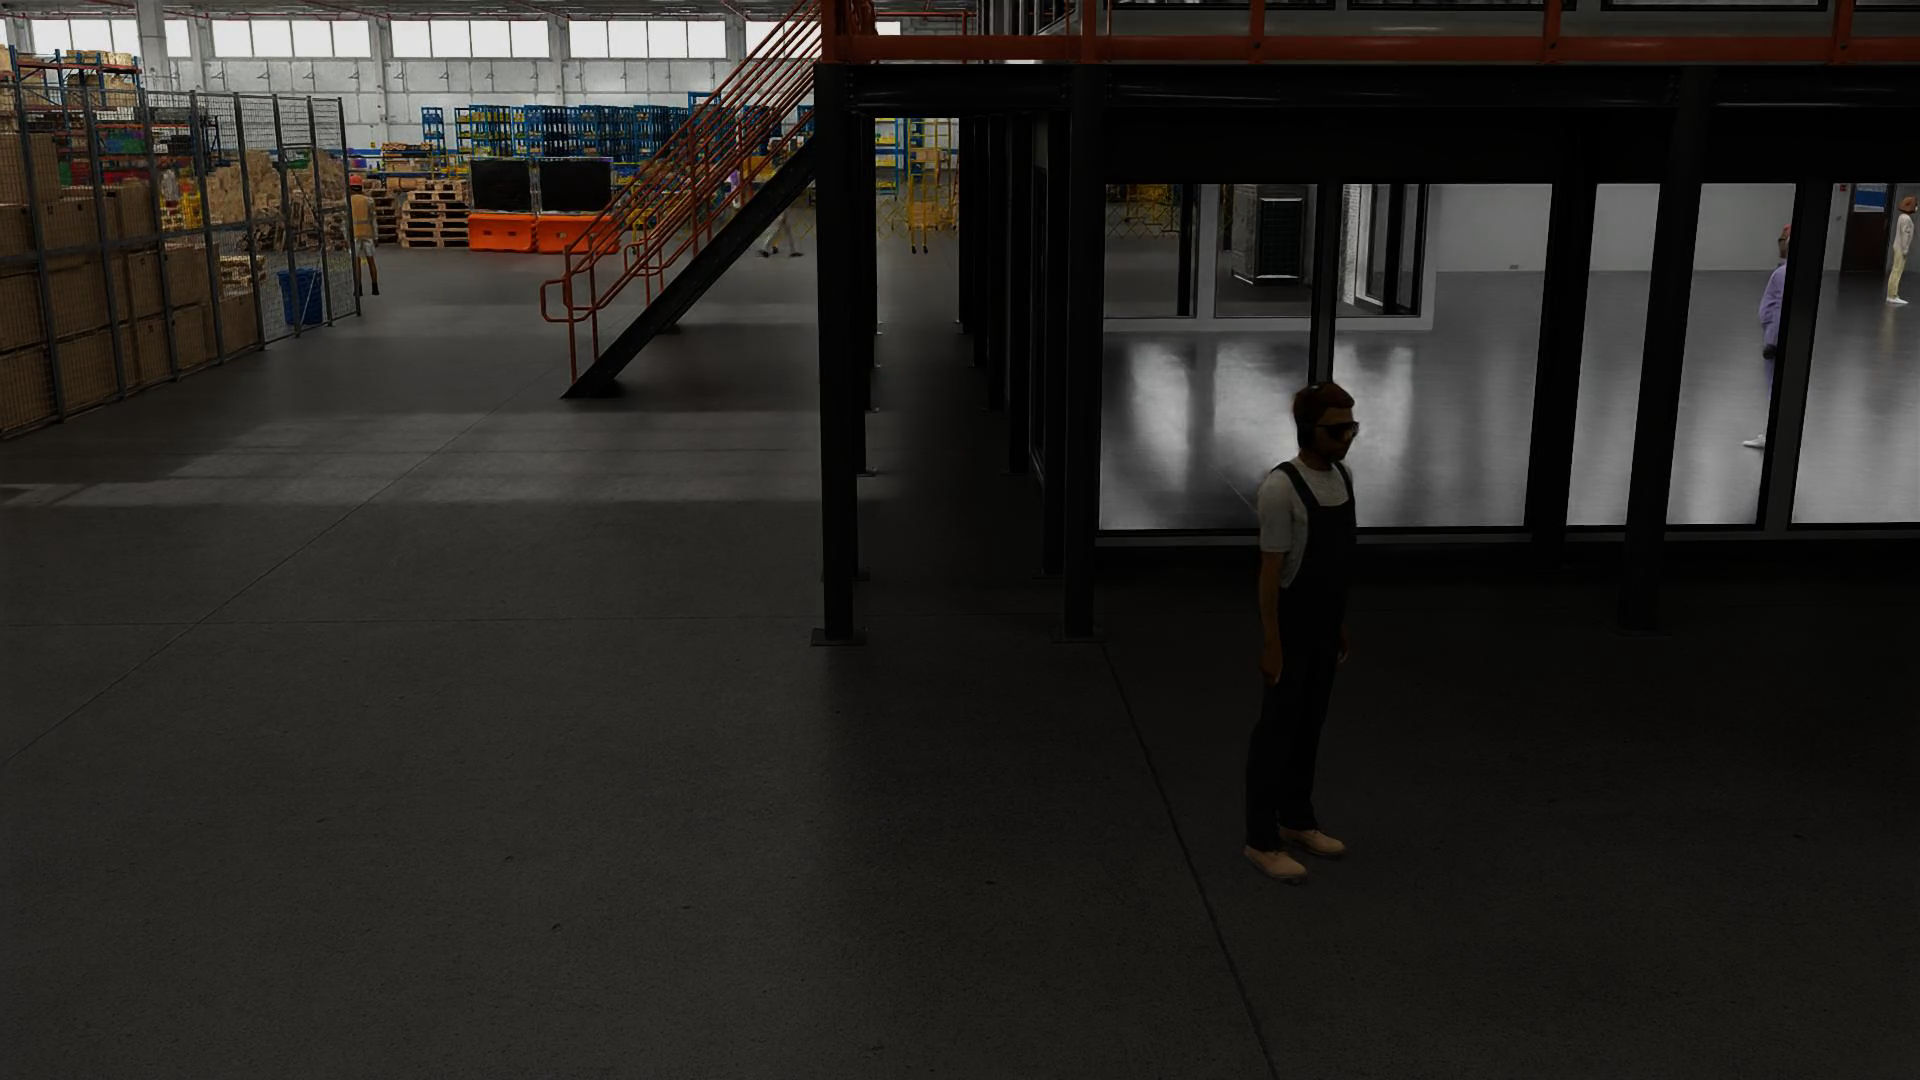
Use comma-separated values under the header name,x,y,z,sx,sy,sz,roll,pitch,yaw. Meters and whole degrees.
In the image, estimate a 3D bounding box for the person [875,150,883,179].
name,x,y,z,sx,sy,sz,roll,pitch,yaw
person,-4.352,-19.173,83.878,1.036,1.920,0.632,4,15,17

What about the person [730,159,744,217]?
name,x,y,z,sx,sy,sz,roll,pitch,yaw
person,-5.640,-8.768,42.290,0.354,1.939,0.544,1,14,3

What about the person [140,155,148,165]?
name,x,y,z,sx,sy,sz,roll,pitch,yaw
person,-31.494,-14.275,64.385,0.667,1.890,0.564,10,17,35

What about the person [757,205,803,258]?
name,x,y,z,sx,sy,sz,roll,pitch,yaw
person,-3.778,-6.770,34.602,0.889,1.802,0.590,1,14,2

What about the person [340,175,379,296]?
name,x,y,z,sx,sy,sz,roll,pitch,yaw
person,-9.718,-4.928,26.940,0.548,1.936,0.378,-7,16,-27

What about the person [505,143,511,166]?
name,x,y,z,sx,sy,sz,roll,pitch,yaw
person,-25.241,-21.418,93.316,0.903,1.699,0.592,0,14,-1

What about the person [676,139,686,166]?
name,x,y,z,sx,sy,sz,roll,pitch,yaw
person,-14.186,-19.382,84.577,0.681,2.018,0.485,9,17,32

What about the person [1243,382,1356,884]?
name,x,y,z,sx,sy,sz,roll,pitch,yaw
person,1.267,0.331,6.108,0.325,1.843,0.517,13,19,42

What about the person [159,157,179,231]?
name,x,y,z,sx,sy,sz,roll,pitch,yaw
person,-18.515,-7.968,38.976,0.396,1.992,0.623,-4,15,-16

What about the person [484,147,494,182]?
name,x,y,z,sx,sy,sz,roll,pitch,yaw
person,-19.494,-15.436,69.177,0.677,1.812,0.610,-5,15,-18

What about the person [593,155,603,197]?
name,x,y,z,sx,sy,sz,roll,pitch,yaw
person,-13.731,-13.818,63.186,0.784,1.591,0.511,-12,19,-40

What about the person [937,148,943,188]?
name,x,y,z,sx,sy,sz,roll,pitch,yaw
person,-0.913,-16.225,72.441,0.316,1.767,0.535,4,15,15

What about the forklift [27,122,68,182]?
name,x,y,z,sx,sy,sz,roll,pitch,yaw
forklift,-35.376,-14.773,64.377,1.129,2.768,1.873,-1,14,-2
